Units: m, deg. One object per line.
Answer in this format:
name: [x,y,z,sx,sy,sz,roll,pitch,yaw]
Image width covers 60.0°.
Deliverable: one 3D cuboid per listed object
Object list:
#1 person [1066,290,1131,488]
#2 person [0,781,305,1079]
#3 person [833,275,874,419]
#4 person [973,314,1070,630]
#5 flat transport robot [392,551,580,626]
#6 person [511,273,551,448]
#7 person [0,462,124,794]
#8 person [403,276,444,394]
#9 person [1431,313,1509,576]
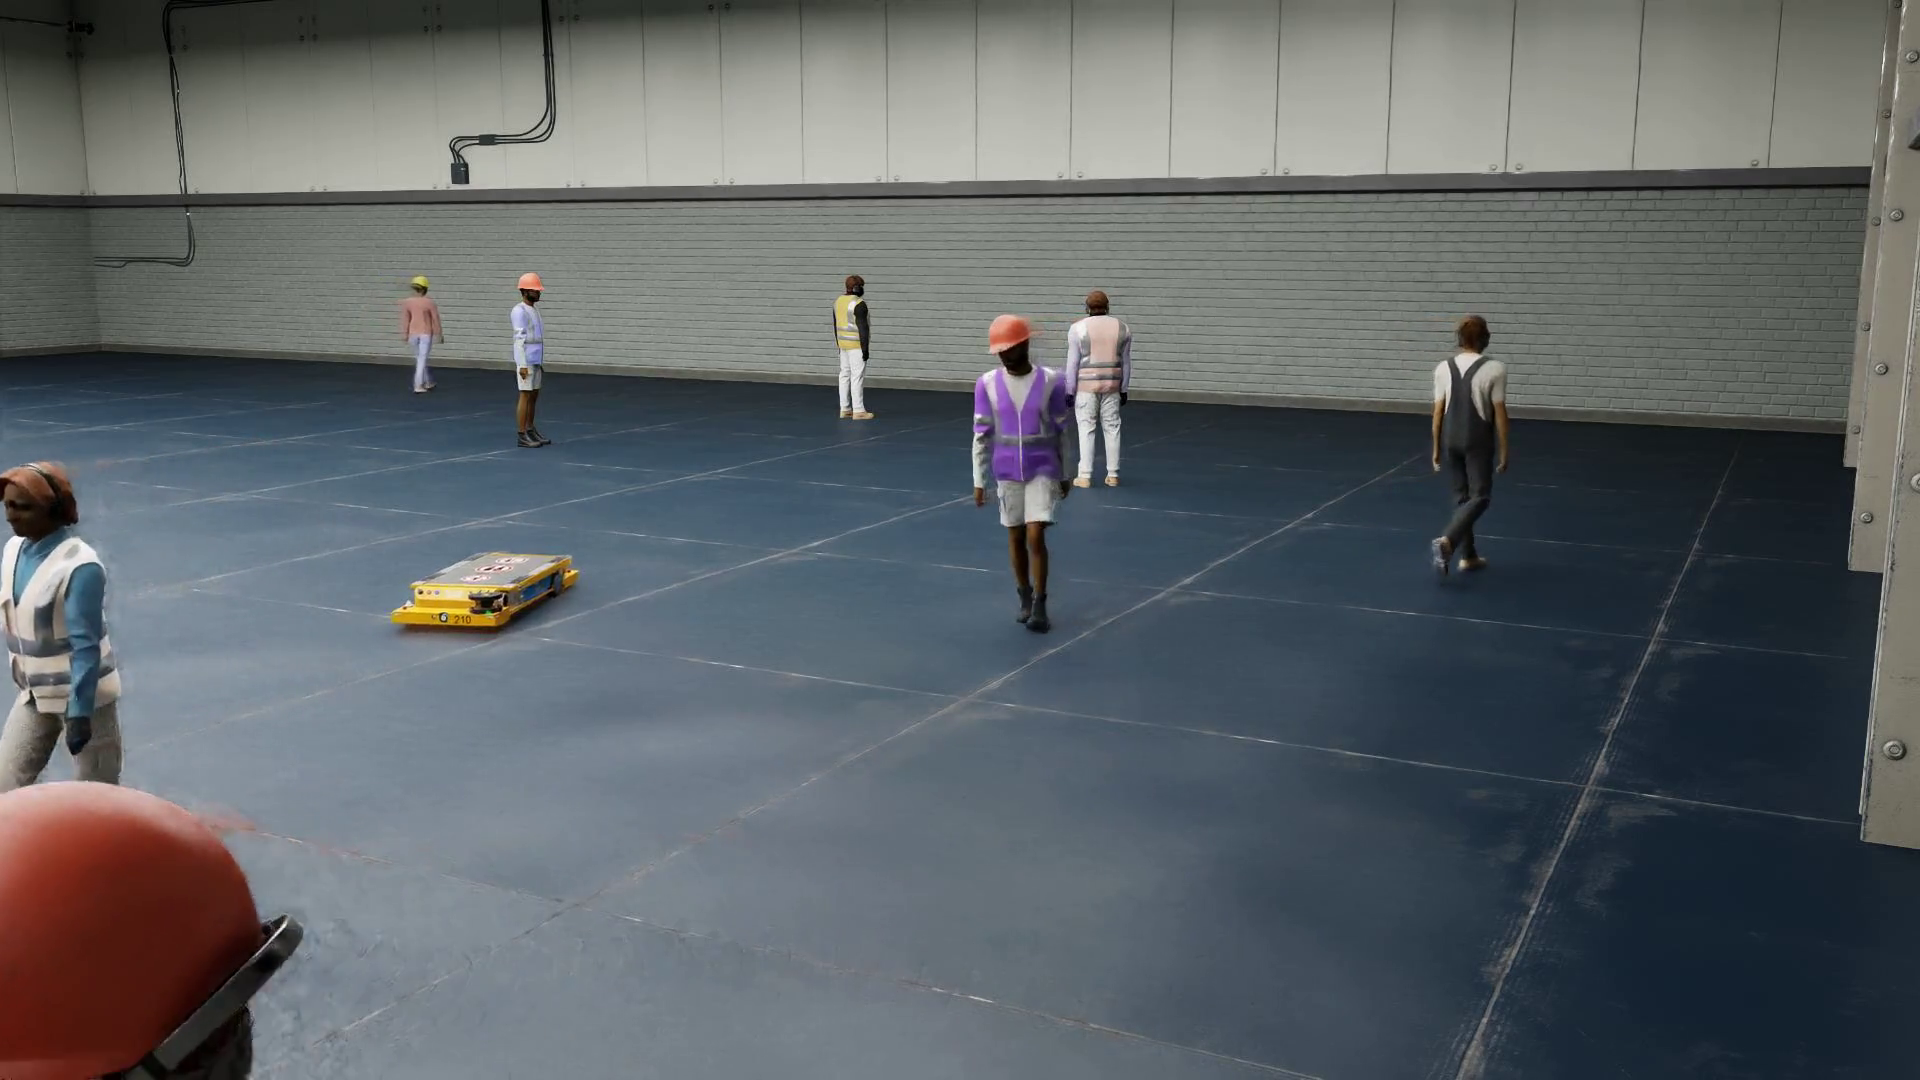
person: [1.280,-1.409,15.575,0.634,1.839,0.429,-3,11,-15]
person: [-0.463,1.138,1.386,0.887,1.961,0.617,1,10,3]
person: [-1.354,-2.473,21.376,0.429,1.839,0.633,-8,13,-37]
person: [0.367,-0.399,9.916,0.558,1.886,0.712,2,11,11]
flat transport robot: [-2.982,0.292,10.582,0.652,0.197,1.431,1,10,7]
person: [-4.763,-1.999,18.525,0.375,1.935,0.550,1,10,6]
person: [-3.034,0.554,5.470,0.527,1.610,0.667,7,12,33]
person: [-8.010,-3.079,24.966,0.543,1.721,0.871,2,11,13]
person: [3.478,-0.641,11.442,0.783,1.826,0.521,-10,14,-44]
